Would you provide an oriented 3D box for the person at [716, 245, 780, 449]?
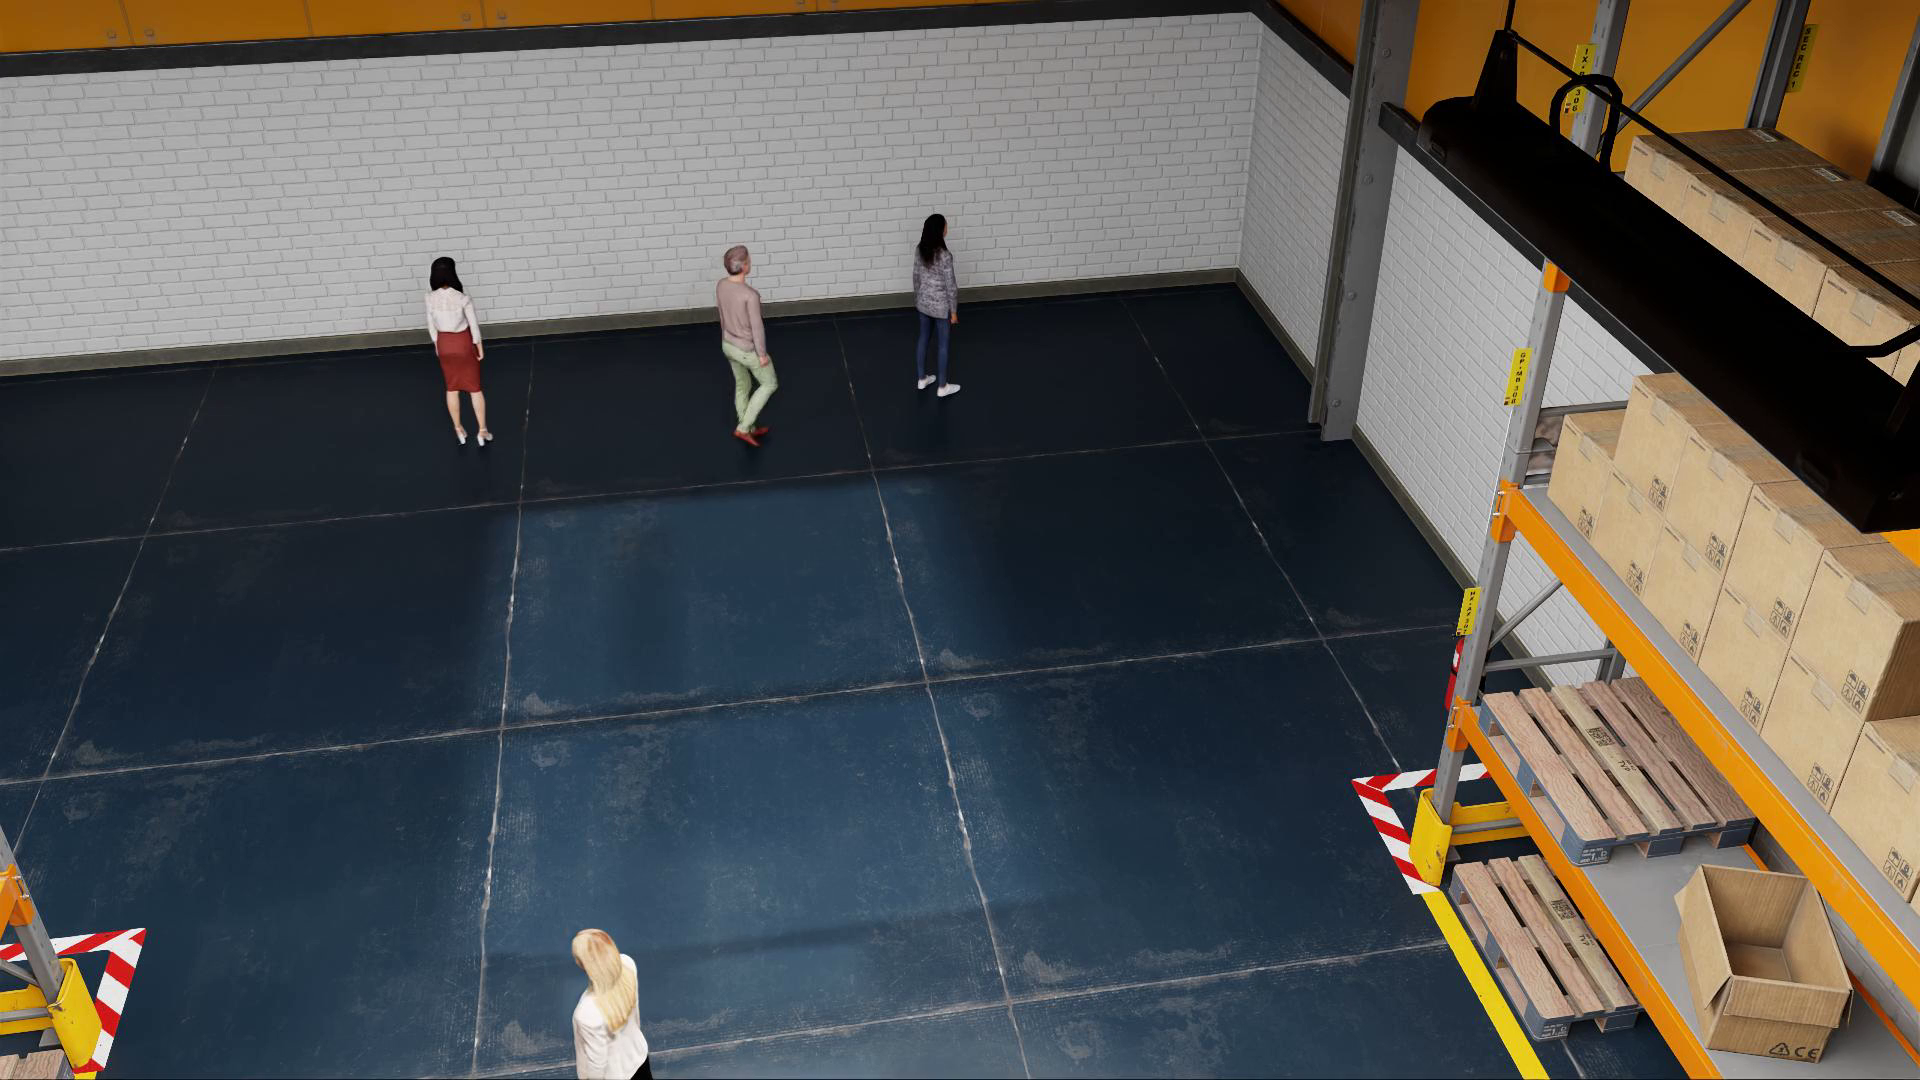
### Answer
[{"bbox_3d":[-1.908,-1.602,14.279,0.887,1.866,0.947,26,42,33],"label":"person"}]

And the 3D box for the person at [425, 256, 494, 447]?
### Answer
[{"bbox_3d":[-4.352,-1.628,14.424,0.640,1.750,0.586,2,34,3],"label":"person"}]

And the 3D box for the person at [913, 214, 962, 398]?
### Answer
[{"bbox_3d":[-0.233,-2.166,15.249,0.670,1.731,0.754,25,41,33],"label":"person"}]

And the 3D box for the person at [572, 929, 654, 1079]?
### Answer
[{"bbox_3d":[-1.658,2.551,8.037,0.742,1.859,0.614,10,35,14],"label":"person"}]
